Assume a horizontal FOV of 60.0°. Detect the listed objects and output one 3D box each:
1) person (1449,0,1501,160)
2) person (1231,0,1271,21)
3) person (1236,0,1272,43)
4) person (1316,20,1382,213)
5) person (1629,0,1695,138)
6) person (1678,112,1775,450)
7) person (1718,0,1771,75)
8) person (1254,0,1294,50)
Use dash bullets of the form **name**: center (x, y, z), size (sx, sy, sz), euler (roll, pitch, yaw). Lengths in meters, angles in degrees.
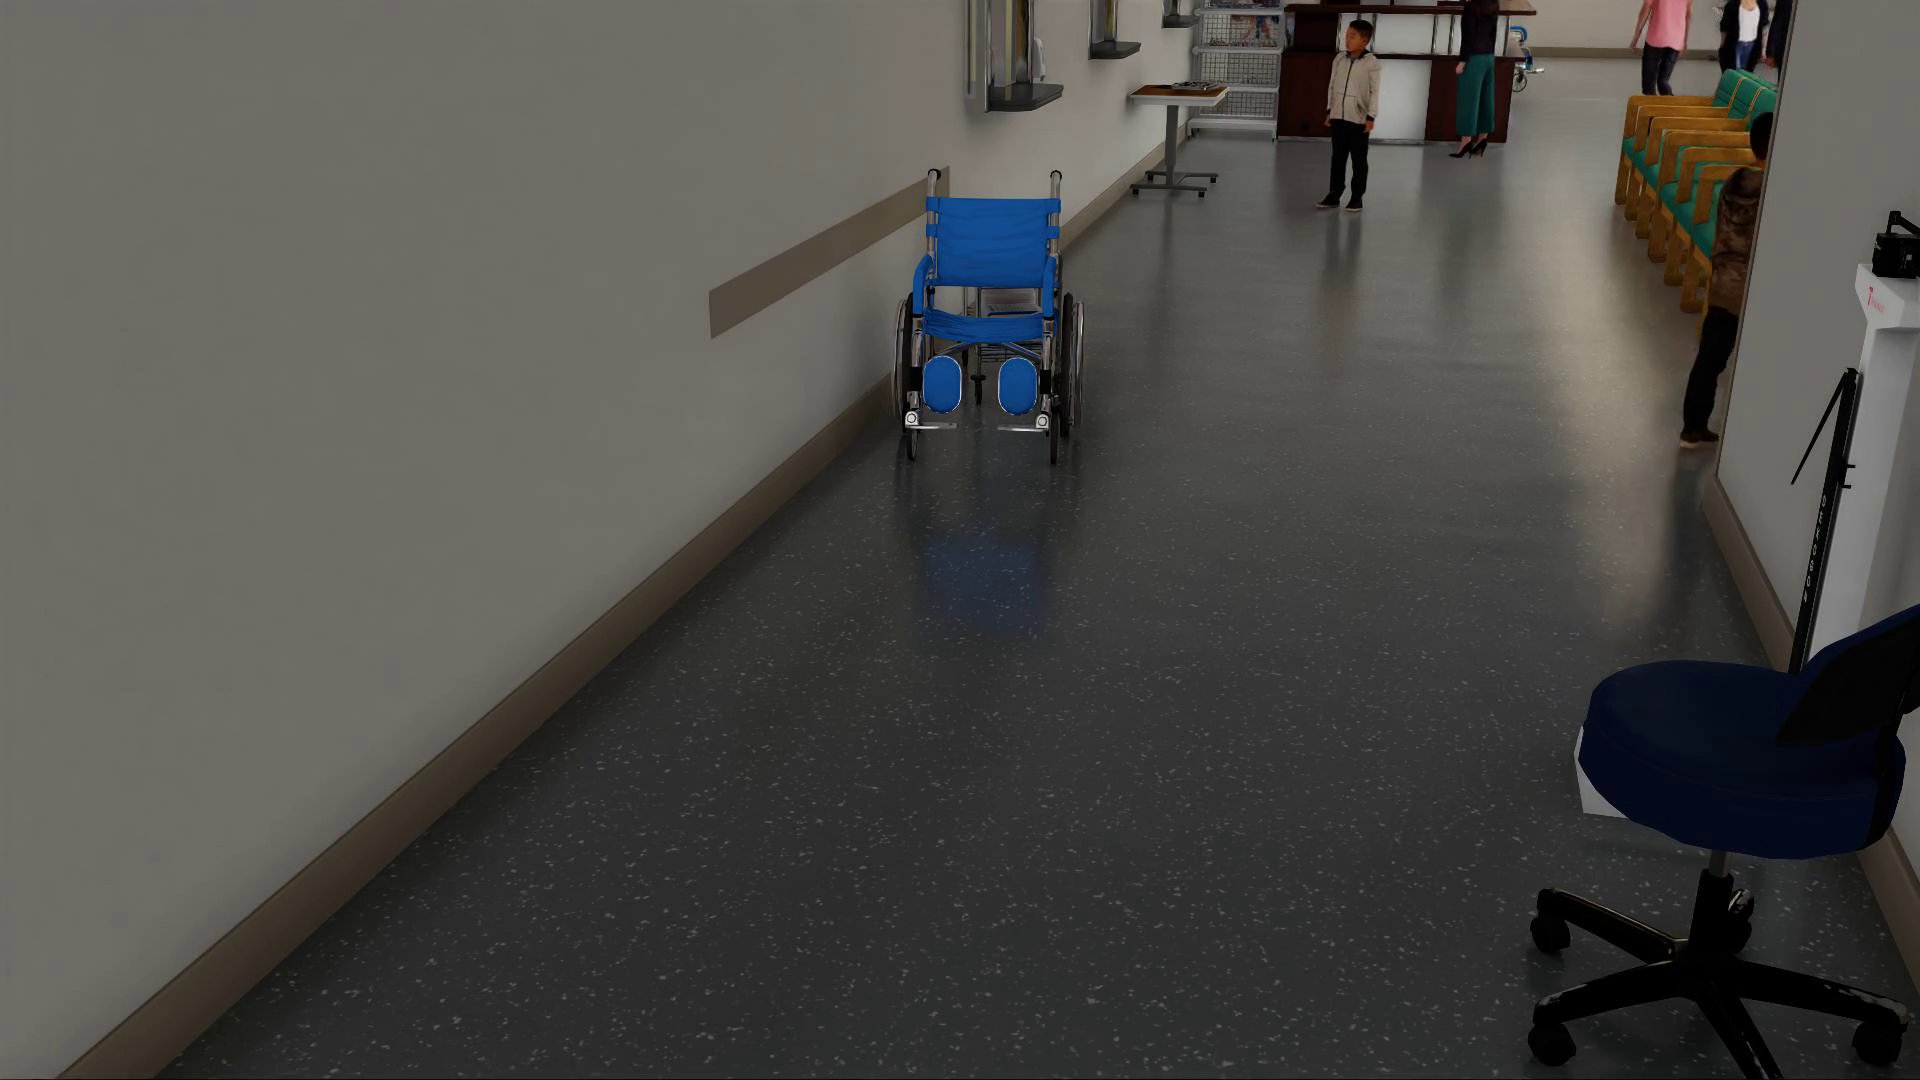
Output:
- **person**: center (4.897, -4.509, 15.745), size (0.703, 1.738, 0.742), euler (-14, 25, -32)
- **person**: center (6.039, -11.846, 35.043), size (1.234, 1.790, 0.837), euler (2, 21, 5)
- **person**: center (5.176, -9.242, 28.570), size (1.074, 1.506, 0.967), euler (-11, 23, -26)
- **person**: center (3.066, -3.310, 12.986), size (0.597, 1.451, 0.715), euler (18, 27, 39)
- **person**: center (7.150, -5.009, 16.771), size (0.808, 1.947, 0.872), euler (-5, 21, -12)
- **person**: center (3.293, -1.065, 7.071), size (0.893, 1.442, 0.830), euler (-11, 23, -27)
- **person**: center (8.142, -5.112, 17.454), size (0.946, 1.655, 0.833), euler (-1, 21, -2)
- **person**: center (5.232, -8.881, 27.515), size (1.146, 1.578, 0.762), euler (11, 23, 27)
